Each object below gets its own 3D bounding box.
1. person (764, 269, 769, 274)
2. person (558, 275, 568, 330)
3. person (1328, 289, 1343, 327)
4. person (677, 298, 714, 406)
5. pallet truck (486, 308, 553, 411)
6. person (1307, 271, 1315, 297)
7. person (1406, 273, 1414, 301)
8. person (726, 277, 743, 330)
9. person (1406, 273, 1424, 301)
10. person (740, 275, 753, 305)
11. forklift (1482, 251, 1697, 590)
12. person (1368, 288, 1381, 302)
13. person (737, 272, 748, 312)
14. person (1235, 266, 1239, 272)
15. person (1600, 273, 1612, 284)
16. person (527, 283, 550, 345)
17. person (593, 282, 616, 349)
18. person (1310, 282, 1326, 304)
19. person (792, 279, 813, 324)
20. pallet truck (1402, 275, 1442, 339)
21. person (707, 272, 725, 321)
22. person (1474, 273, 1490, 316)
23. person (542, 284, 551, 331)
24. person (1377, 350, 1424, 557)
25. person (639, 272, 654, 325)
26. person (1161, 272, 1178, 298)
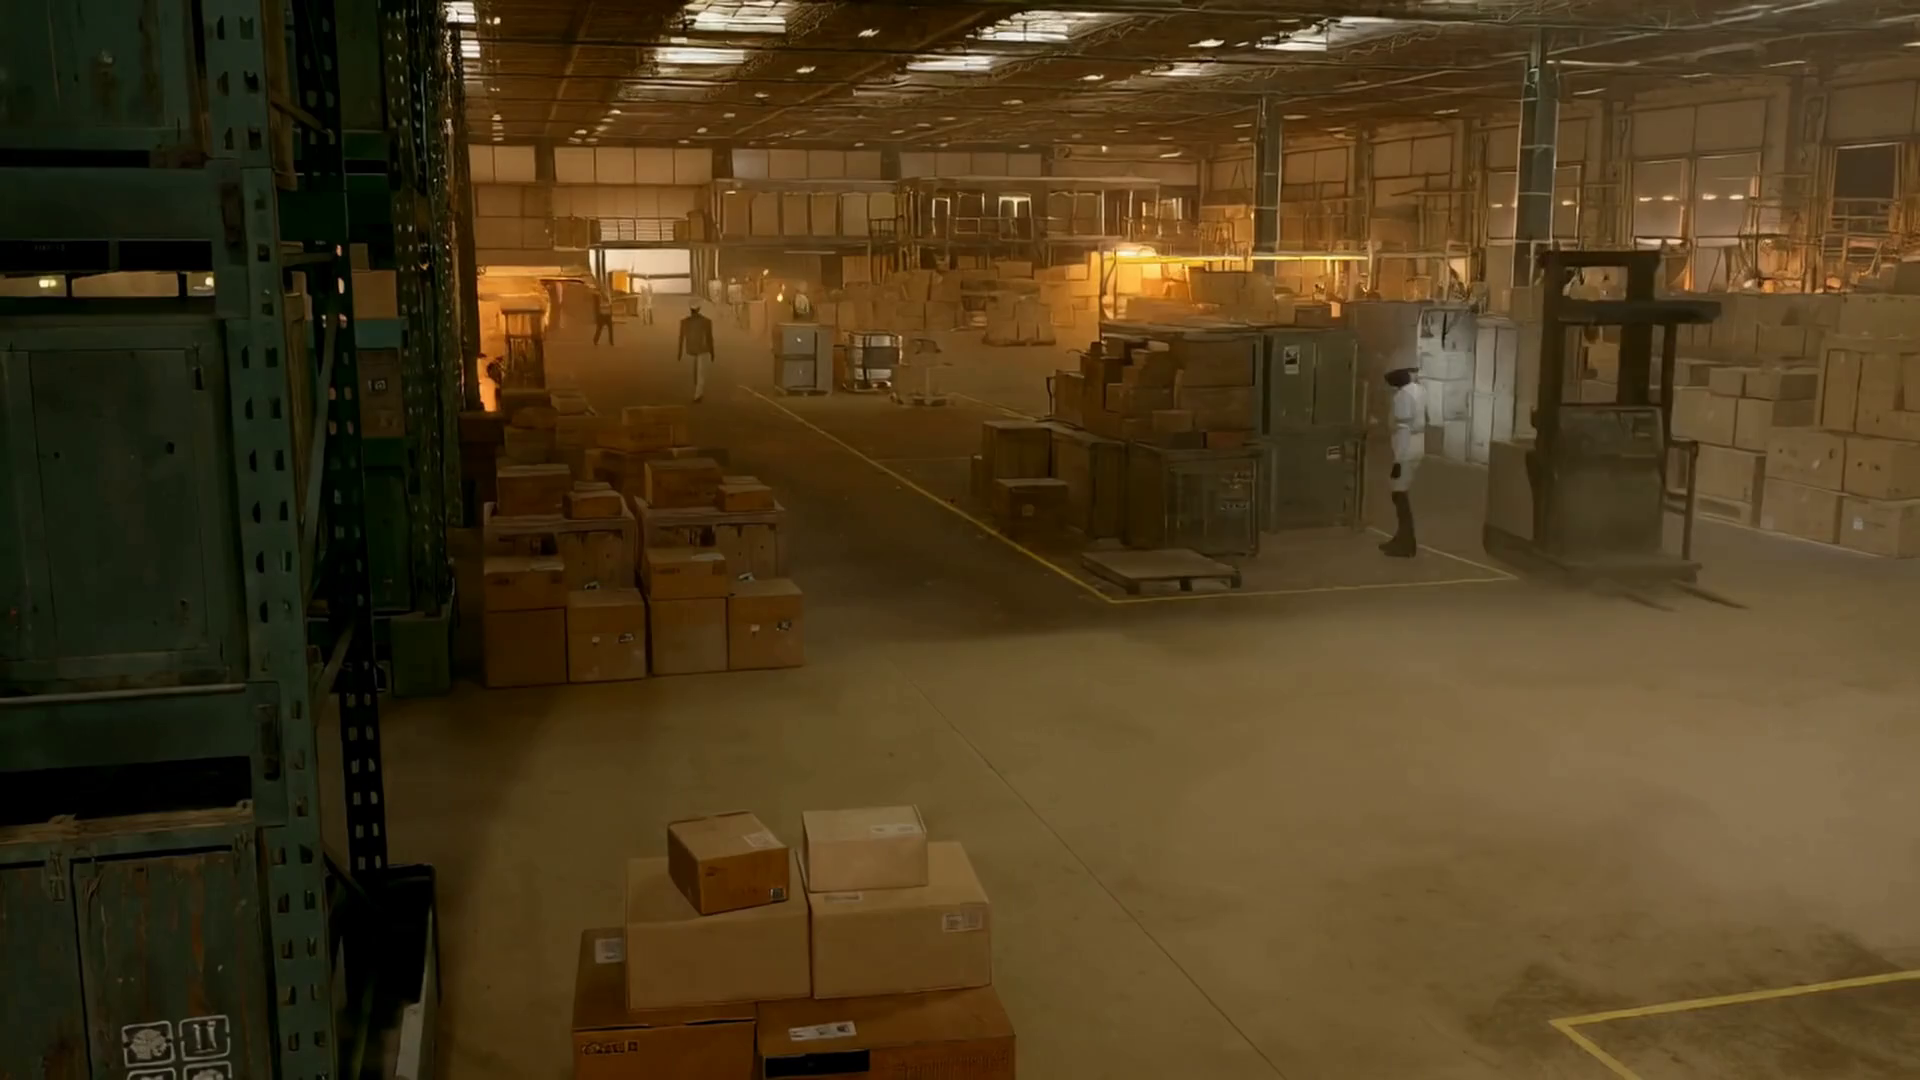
[{"bbox_3d":[-7.923,-10.103,67.998,0.627,1.949,0.699,6,12,30],"label":"person"},{"bbox_3d":[-13.692,-8.207,57.502,0.375,1.890,0.717,0,10,0],"label":"person"},{"bbox_3d":[8.816,-4.910,38.819,0.357,1.877,0.581,-7,12,-34],"label":"person"},{"bbox_3d":[-4.801,-3.411,30.171,0.653,1.938,1.041,2,10,14],"label":"person"},{"bbox_3d":[-6.242,-2.418,24.362,0.823,1.965,1.885,1,10,3],"label":"pallet truck"},{"bbox_3d":[16.681,-11.996,79.373,0.798,1.709,0.508,2,10,10],"label":"person"},{"bbox_3d":[16.258,-8.733,60.368,0.913,1.900,0.569,6,12,32],"label":"person"},{"bbox_3d":[-7.820,-8.235,57.825,0.534,1.827,0.997,2,10,13],"label":"person"},{"bbox_3d":[18.179,-9.731,66.318,0.856,1.803,0.616,-10,14,-43],"label":"person"},{"bbox_3d":[-8.525,-9.710,66.369,0.565,1.742,0.451,-3,10,-15],"label":"person"},{"bbox_3d":[5.466,-1.110,14.456,1.129,2.768,1.873,-1,10,-6],"label":"forklift"},{"bbox_3d":[9.238,-4.686,37.403,0.385,1.925,0.592,3,11,18],"label":"person"},{"bbox_3d":[-8.823,-9.920,67.314,0.710,1.839,0.560,-4,11,-23],"label":"person"},{"bbox_3d":[13.600,-12.402,81.202,1.020,1.891,0.641,6,12,30],"label":"person"},{"bbox_3d":[24.420,-9.177,62.978,0.602,1.885,0.972,-5,11,-26],"label":"person"},{"bbox_3d":[-12.227,-6.532,48.207,0.601,1.807,0.450,4,11,21],"label":"person"},{"bbox_3d":[-10.081,-6.347,46.981,0.607,1.884,0.869,-9,14,-42],"label":"person"},{"bbox_3d":[11.898,-7.735,55.351,0.534,1.694,0.321,4,11,22],"label":"person"},{"bbox_3d":[-4.051,-5.717,42.925,0.536,2.000,0.704,-2,10,-13],"label":"person"},{"bbox_3d":[14.620,-7.324,52.145,0.823,1.965,1.885,8,13,40],"label":"pallet truck"},{"bbox_3d":[-9.431,-9.388,64.146,0.604,1.880,0.902,-5,11,-27],"label":"person"},{"bbox_3d":[20.012,-9.302,63.789,0.636,1.841,0.429,-1,10,-5],"label":"person"},{"bbox_3d":[-13.090,-7.229,52.508,0.328,1.689,0.545,1,10,4],"label":"person"},{"bbox_3d":[4.078,-0.792,15.426,0.419,1.907,0.618,5,11,28],"label":"person"},{"bbox_3d":[-11.518,-8.874,61.102,0.549,1.937,0.368,-6,12,-30],"label":"person"},{"bbox_3d":[8.002,-9.259,63.374,0.645,1.907,0.861,-5,11,-27],"label":"person"}]
